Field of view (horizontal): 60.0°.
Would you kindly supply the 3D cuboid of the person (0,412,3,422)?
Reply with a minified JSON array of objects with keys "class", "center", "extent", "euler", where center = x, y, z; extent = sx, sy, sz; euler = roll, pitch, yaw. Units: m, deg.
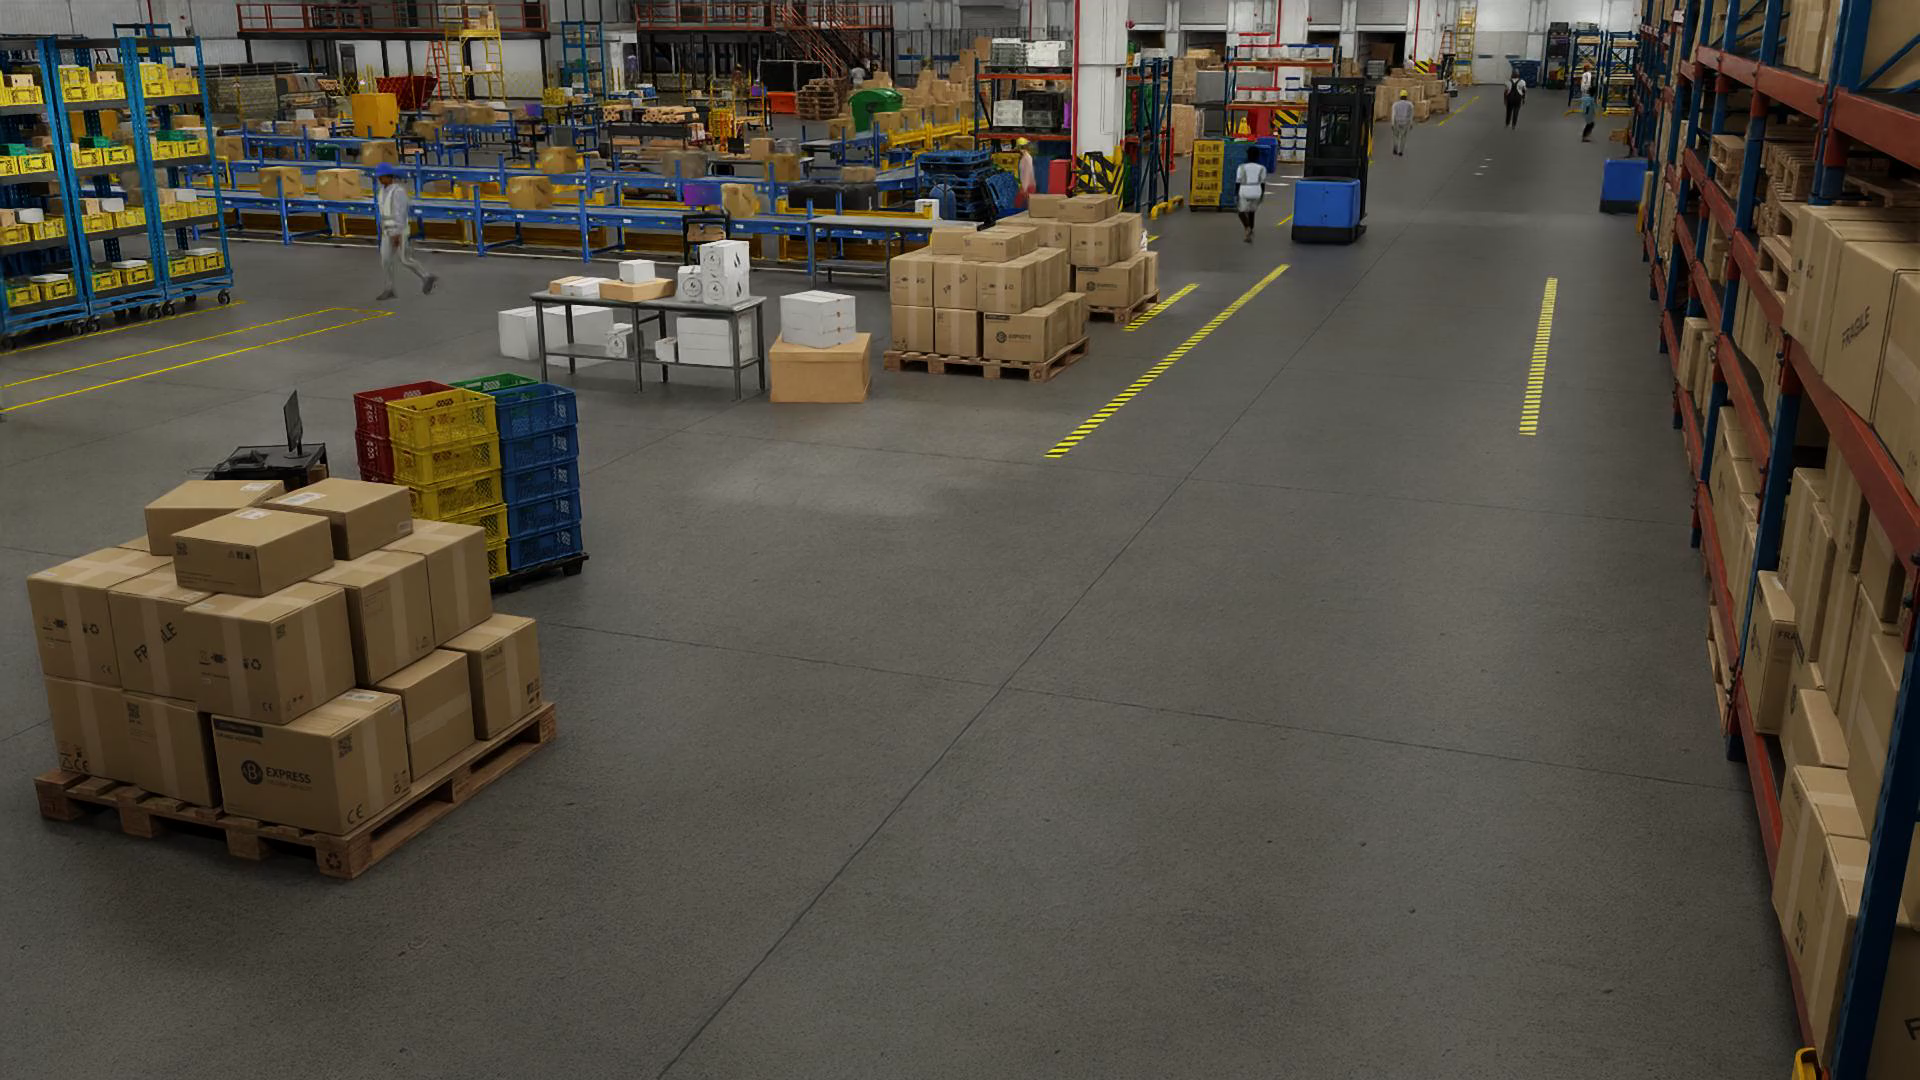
[{"class":"person","center":[-9.746,-2.022,16.239],"extent":[0.547,1.813,0.590],"euler":[4,18,12]}]

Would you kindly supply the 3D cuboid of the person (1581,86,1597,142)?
[{"class":"person","center":[19.568,-13.172,51.477],"extent":[0.540,1.677,0.542],"euler":[9,20,26]}]

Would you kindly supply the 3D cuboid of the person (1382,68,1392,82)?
[{"class":"person","center":[16.154,-16.958,63.130],"extent":[0.645,1.847,0.521],"euler":[-11,21,-31]}]

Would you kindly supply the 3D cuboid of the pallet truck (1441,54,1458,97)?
[{"class":"pallet truck","center":[22.765,-21.886,78.355],"extent":[0.823,1.965,1.885],"euler":[-4,18,-14]}]

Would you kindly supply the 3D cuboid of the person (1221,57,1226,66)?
[{"class":"person","center":[12.686,-22.539,80.730],"extent":[0.643,1.812,0.837],"euler":[-7,19,-20]}]

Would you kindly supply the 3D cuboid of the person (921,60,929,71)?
[{"class":"person","center":[-1.529,-20.556,74.522],"extent":[0.663,1.805,0.586],"euler":[2,18,8]}]

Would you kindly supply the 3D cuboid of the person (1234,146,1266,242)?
[{"class":"person","center":[5.064,-6.003,28.954],"extent":[0.537,1.675,0.577],"euler":[-2,18,-7]}]

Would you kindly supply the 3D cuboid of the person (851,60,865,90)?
[{"class":"person","center":[-4.343,-19.499,70.942],"extent":[0.626,1.948,0.751],"euler":[-9,20,-26]}]

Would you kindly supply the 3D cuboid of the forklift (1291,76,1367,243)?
[{"class":"forklift","center":[6.598,-6.755,29.381],"extent":[1.129,2.768,1.873],"euler":[6,19,19]}]

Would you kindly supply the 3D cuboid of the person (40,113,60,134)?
[{"class":"person","center":[-22.432,-10.101,41.251],"extent":[0.389,2.045,0.606],"euler":[6,19,17]}]

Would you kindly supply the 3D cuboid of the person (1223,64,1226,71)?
[{"class":"person","center":[10.656,-18.124,66.692],"extent":[0.485,1.901,0.600],"euler":[-5,18,-16]}]

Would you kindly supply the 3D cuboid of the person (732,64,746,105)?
[{"class":"person","center":[-9.559,-19.672,71.824],"extent":[0.621,1.722,0.545],"euler":[6,18,17]}]

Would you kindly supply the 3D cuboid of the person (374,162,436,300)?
[{"class":"person","center":[-7.889,-4.361,23.427],"extent":[0.600,1.922,0.816],"euler":[12,21,33]}]

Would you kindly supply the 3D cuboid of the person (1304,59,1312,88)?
[{"class":"person","center":[18.152,-24.386,86.515],"extent":[0.659,1.802,0.894],"euler":[-12,21,-33]}]

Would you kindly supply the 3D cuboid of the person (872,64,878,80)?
[{"class":"person","center":[-3.428,-18.502,67.938],"extent":[0.309,1.864,0.534],"euler":[2,18,7]}]

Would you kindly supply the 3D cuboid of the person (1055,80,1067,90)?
[{"class":"person","center":[4.048,-17.885,65.916],"extent":[0.567,1.915,0.592],"euler":[-9,20,-27]}]

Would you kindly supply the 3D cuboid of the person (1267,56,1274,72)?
[{"class":"person","center":[17.096,-26.043,91.501],"extent":[0.449,1.945,0.649],"euler":[4,18,14]}]

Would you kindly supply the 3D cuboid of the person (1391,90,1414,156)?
[{"class":"person","center":[12.393,-11.694,46.636],"extent":[0.599,1.811,0.629],"euler":[4,18,12]}]

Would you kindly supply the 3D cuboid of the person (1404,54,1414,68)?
[{"class":"person","center":[21.514,-22.272,79.665],"extent":[0.372,1.940,0.632],"euler":[-10,20,-28]}]

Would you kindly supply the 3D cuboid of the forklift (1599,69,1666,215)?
[{"class":"forklift","center":[13.760,-7.842,32.796],"extent":[1.873,2.768,1.129],"euler":[6,19,19]}]

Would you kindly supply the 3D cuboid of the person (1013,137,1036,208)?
[{"class":"person","center":[1.188,-6.364,29.999],"extent":[0.433,1.736,0.550],"euler":[-6,18,-17]}]

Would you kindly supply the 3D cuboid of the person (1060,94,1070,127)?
[{"class":"person","center":[3.103,-12.176,48.446],"extent":[0.533,1.618,0.345],"euler":[7,19,20]}]

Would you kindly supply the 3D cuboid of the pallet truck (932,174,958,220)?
[{"class":"pallet truck","center":[-0.507,-5.292,27.348],"extent":[0.653,1.274,1.630],"euler":[6,19,19]}]

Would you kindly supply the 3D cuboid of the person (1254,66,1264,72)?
[{"class":"person","center":[13.382,-20.478,74.366],"extent":[0.491,1.726,0.569],"euler":[-7,19,-22]}]

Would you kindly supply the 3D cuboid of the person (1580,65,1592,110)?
[{"class":"person","center":[24.859,-17.926,66.121],"extent":[0.572,1.876,0.355],"euler":[-16,24,-41]}]

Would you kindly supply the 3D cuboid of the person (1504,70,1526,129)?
[{"class":"person","center":[19.125,-15.238,57.397],"extent":[0.694,2.000,1.031],"euler":[7,19,22]}]

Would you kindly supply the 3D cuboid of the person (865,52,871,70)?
[{"class":"person","center":[-4.806,-24.545,86.918],"extent":[0.401,1.869,0.598],"euler":[-3,18,-8]}]

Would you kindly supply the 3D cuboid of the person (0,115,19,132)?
[{"class":"person","center":[-27.817,-12.329,48.478],"extent":[0.653,1.904,0.405],"euler":[-4,18,-13]}]
